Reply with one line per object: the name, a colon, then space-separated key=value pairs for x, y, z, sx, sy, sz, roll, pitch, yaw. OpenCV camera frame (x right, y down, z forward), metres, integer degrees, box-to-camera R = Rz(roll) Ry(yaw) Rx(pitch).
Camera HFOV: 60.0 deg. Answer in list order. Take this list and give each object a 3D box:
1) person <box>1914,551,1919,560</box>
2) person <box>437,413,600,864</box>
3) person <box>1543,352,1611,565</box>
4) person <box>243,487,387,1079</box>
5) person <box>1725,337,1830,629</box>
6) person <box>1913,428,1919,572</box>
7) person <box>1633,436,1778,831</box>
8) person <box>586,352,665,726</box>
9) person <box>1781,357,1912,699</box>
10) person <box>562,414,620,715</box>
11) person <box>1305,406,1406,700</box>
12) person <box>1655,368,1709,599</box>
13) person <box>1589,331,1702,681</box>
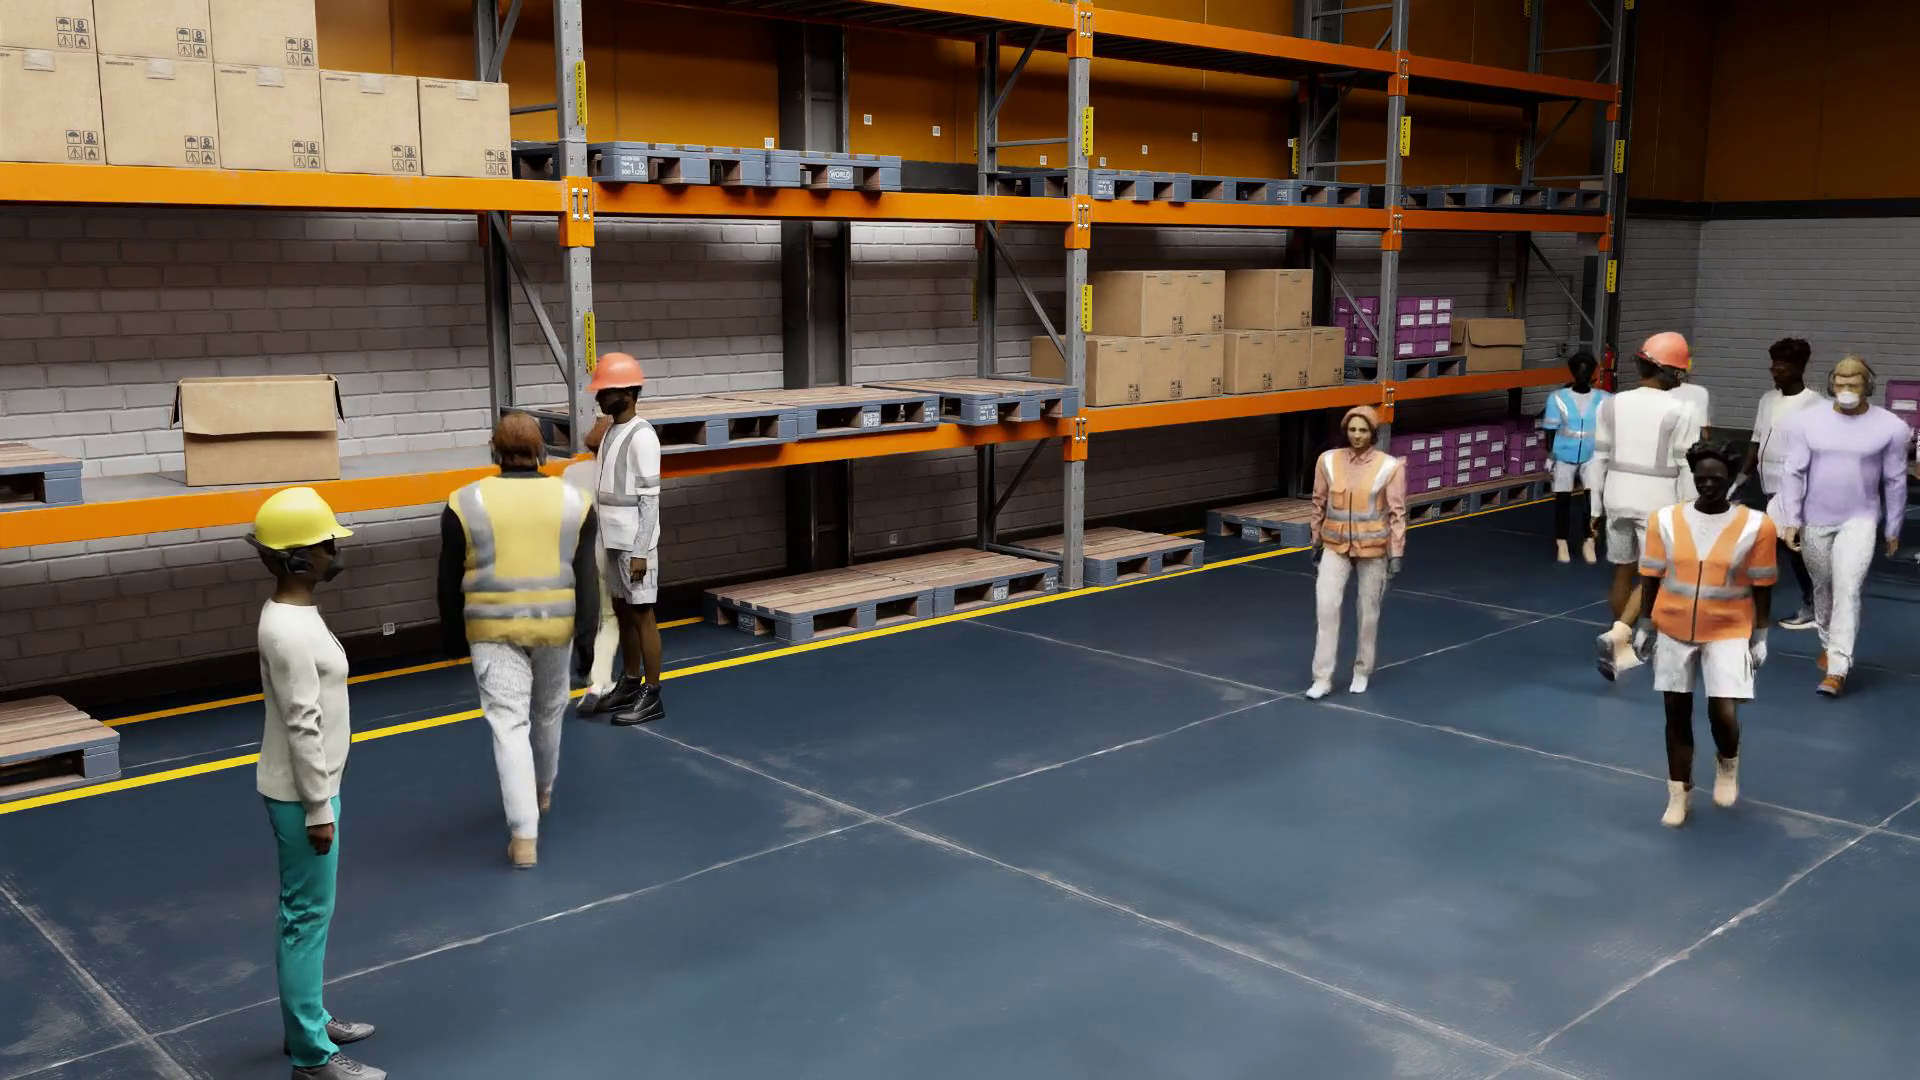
person: x=7.877 y=-0.684 z=12.671 sx=0.900 sy=1.922 sz=0.593 roll=5 pitch=11 yaw=29
person: x=-1.834 y=0.368 z=6.918 sx=0.621 sy=1.792 sz=0.964 roll=-5 pitch=11 yaw=-25
person: x=4.854 y=-0.630 z=13.081 sx=0.536 sy=1.682 sz=0.501 roll=2 pitch=10 yaw=12
person: x=-1.902 y=0.725 z=4.892 sx=0.305 sy=1.772 sz=0.527 roll=-4 pitch=11 yaw=-23
person: x=5.240 y=-0.342 z=10.709 sx=0.971 sy=1.912 sz=0.613 roll=-1 pitch=10 yaw=-4
person: x=7.420 y=-0.589 z=12.323 sx=0.616 sy=1.854 sz=0.470 roll=3 pitch=10 yaw=19
person: x=3.153 y=0.394 z=7.069 sx=0.540 sy=1.682 sz=0.396 roll=7 pitch=12 yaw=35
person: x=-1.750 y=-0.007 z=8.676 sx=0.352 sy=1.940 sz=0.545 roll=-6 pitch=12 yaw=-33
person: x=4.989 y=-0.098 z=9.420 sx=0.618 sy=1.885 sz=1.069 roll=7 pitch=12 yaw=37
person: x=-1.955 y=0.124 z=8.912 sx=0.555 sy=1.597 sz=0.661 roll=3 pitch=10 yaw=16
person: x=2.139 y=0.086 z=9.063 sx=0.551 sy=1.607 sz=0.724 roll=5 pitch=11 yaw=27
person: x=5.124 y=-0.501 z=11.878 sx=0.576 sy=1.832 sz=0.848 roll=8 pitch=12 yaw=39
person: x=3.870 y=-0.179 z=9.507 sx=0.826 sy=2.013 sz=0.628 roll=-9 pitch=13 yaw=-43
